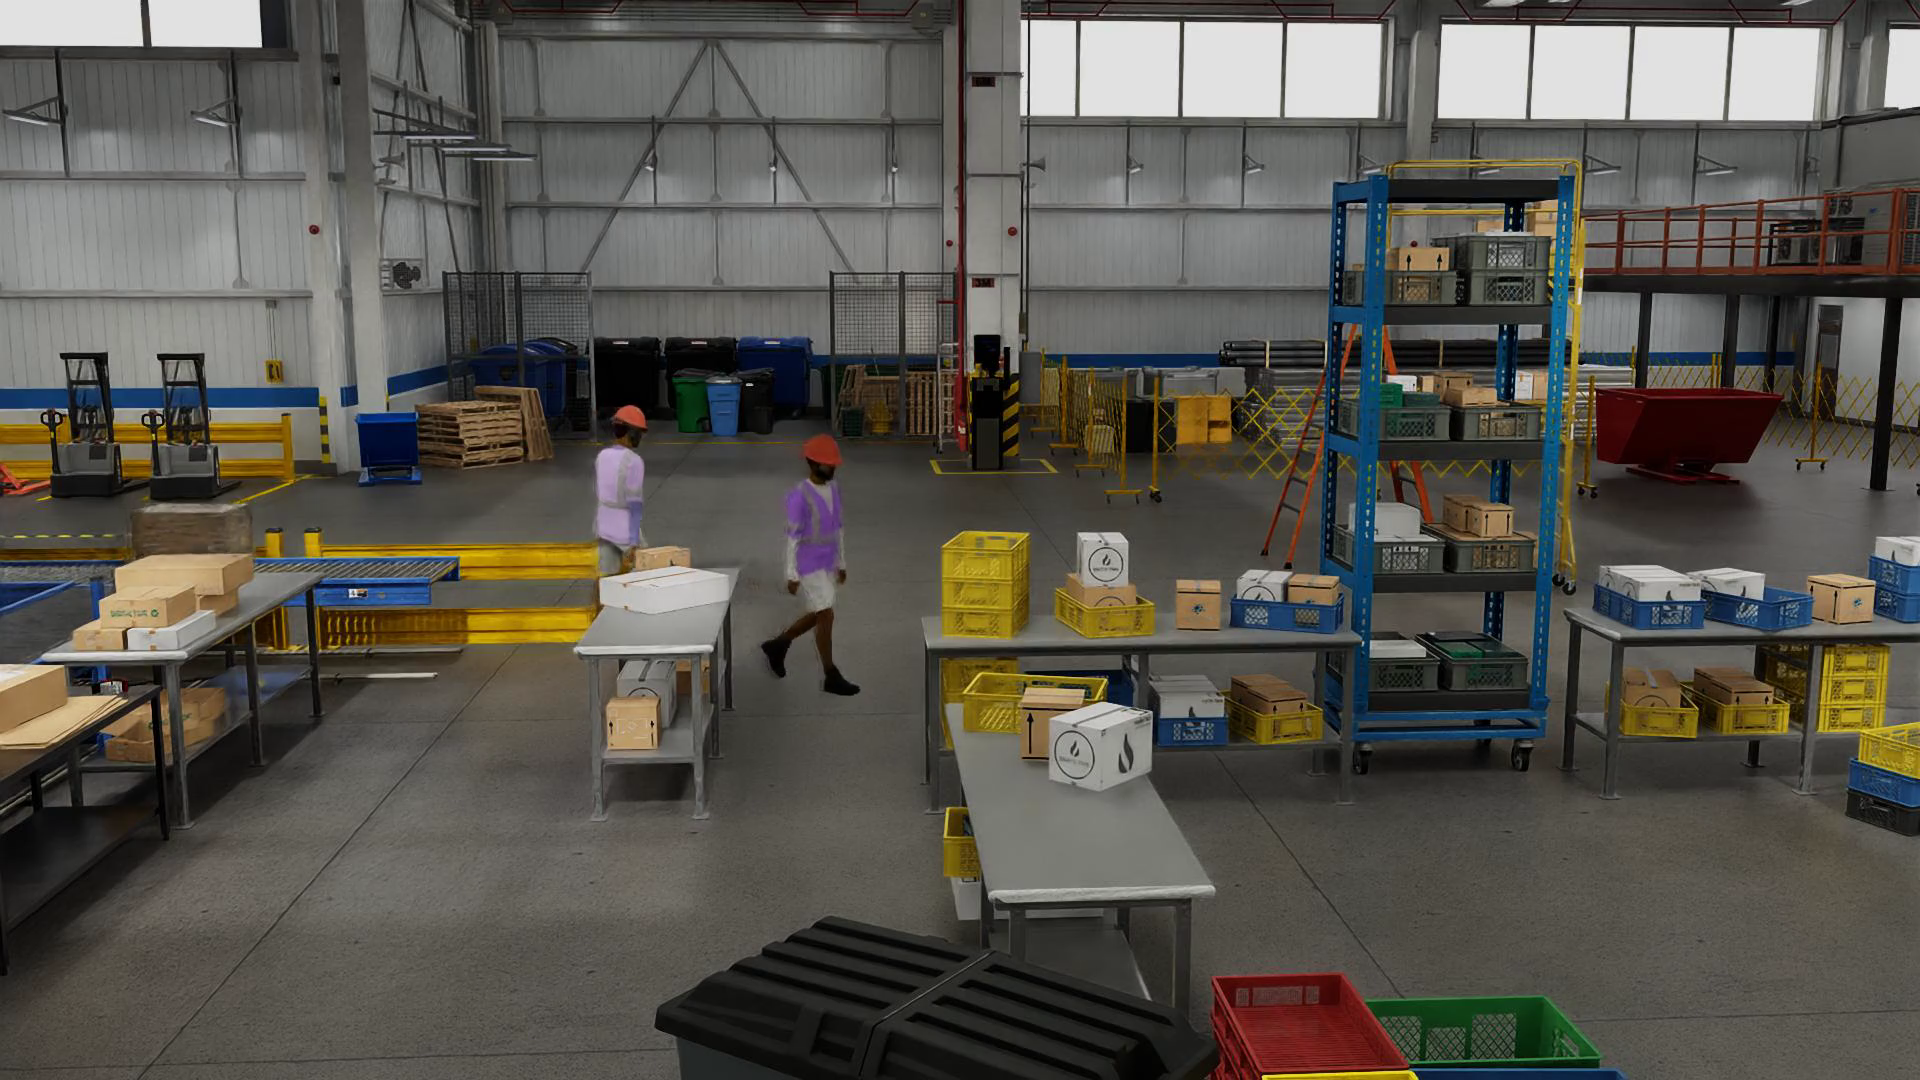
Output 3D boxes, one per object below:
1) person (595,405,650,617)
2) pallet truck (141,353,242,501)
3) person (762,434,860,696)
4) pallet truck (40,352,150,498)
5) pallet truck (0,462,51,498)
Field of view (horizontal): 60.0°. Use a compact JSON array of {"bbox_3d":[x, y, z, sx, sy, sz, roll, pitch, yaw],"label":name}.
[{"bbox_3d":[-2.605,-0.065,13.248,0.612,1.997,0.821,8,12,40],"label":"person"},{"bbox_3d":[-10.520,-1.604,22.925,0.823,1.965,1.885,-1,9,-6],"label":"pallet truck"},{"bbox_3d":[-1.103,0.164,12.116,0.808,1.908,0.566,5,10,28],"label":"person"},{"bbox_3d":[-11.907,-1.642,23.165,0.823,1.965,1.885,0,9,0],"label":"pallet truck"},{"bbox_3d":[-13.193,-1.293,23.148,0.653,1.274,1.630,-1,9,-4],"label":"pallet truck"}]
